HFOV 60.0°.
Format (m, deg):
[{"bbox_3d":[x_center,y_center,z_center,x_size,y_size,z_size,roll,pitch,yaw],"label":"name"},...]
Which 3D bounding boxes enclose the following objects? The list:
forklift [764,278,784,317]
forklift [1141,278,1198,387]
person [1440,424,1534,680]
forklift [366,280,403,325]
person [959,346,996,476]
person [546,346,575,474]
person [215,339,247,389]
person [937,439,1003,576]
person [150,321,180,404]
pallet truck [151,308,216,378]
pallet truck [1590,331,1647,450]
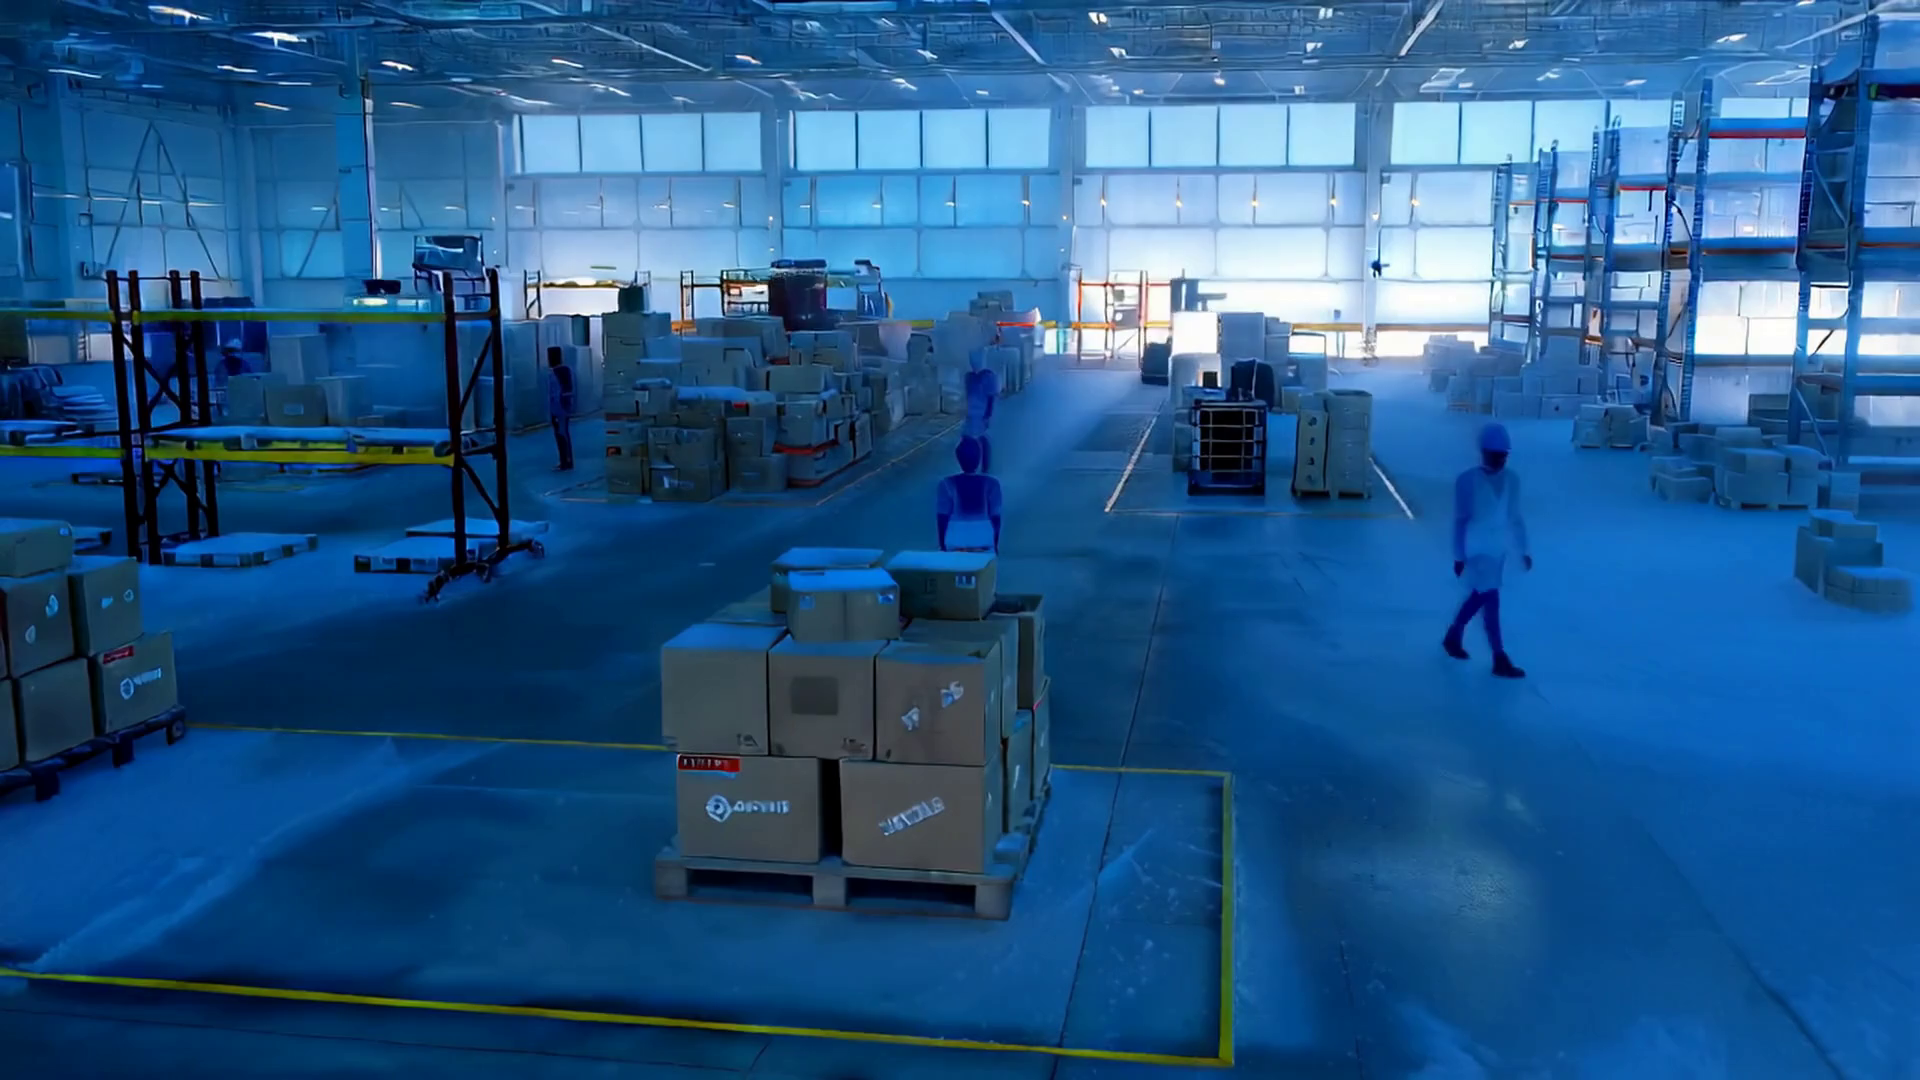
[{"bbox_3d":[-4.701,-5.286,42.518,1.873,2.768,1.129,0,9,0],"label":"forklift"},{"bbox_3d":[5.772,-5.410,43.278,1.873,2.768,1.129,-4,10,-23],"label":"forklift"},{"bbox_3d":[3.996,0.050,12.662,0.559,1.900,0.976,-5,10,-26],"label":"person"},{"bbox_3d":[-12.302,-4.178,35.681,1.873,2.768,1.129,1,9,9],"label":"forklift"},{"bbox_3d":[0.222,-1.811,23.973,0.608,1.947,0.584,8,12,41],"label":"person"},{"bbox_3d":[-5.955,-1.931,24.798,0.390,1.914,0.587,1,9,4],"label":"person"},{"bbox_3d":[-12.133,-2.390,27.668,0.568,1.904,0.530,-9,13,-43],"label":"person"},{"bbox_3d":[0.077,0.035,13.350,0.533,1.692,0.319,-1,9,-6],"label":"person"},{"bbox_3d":[-18.221,-4.065,38.046,0.748,1.890,0.827,6,11,31],"label":"person"},{"bbox_3d":[-21.869,-5.598,47.154,0.823,1.965,1.885,4,10,26],"label":"pallet truck"},{"bbox_3d":[11.253,-2.573,28.499,0.823,1.965,1.885,5,10,27],"label":"pallet truck"}]
